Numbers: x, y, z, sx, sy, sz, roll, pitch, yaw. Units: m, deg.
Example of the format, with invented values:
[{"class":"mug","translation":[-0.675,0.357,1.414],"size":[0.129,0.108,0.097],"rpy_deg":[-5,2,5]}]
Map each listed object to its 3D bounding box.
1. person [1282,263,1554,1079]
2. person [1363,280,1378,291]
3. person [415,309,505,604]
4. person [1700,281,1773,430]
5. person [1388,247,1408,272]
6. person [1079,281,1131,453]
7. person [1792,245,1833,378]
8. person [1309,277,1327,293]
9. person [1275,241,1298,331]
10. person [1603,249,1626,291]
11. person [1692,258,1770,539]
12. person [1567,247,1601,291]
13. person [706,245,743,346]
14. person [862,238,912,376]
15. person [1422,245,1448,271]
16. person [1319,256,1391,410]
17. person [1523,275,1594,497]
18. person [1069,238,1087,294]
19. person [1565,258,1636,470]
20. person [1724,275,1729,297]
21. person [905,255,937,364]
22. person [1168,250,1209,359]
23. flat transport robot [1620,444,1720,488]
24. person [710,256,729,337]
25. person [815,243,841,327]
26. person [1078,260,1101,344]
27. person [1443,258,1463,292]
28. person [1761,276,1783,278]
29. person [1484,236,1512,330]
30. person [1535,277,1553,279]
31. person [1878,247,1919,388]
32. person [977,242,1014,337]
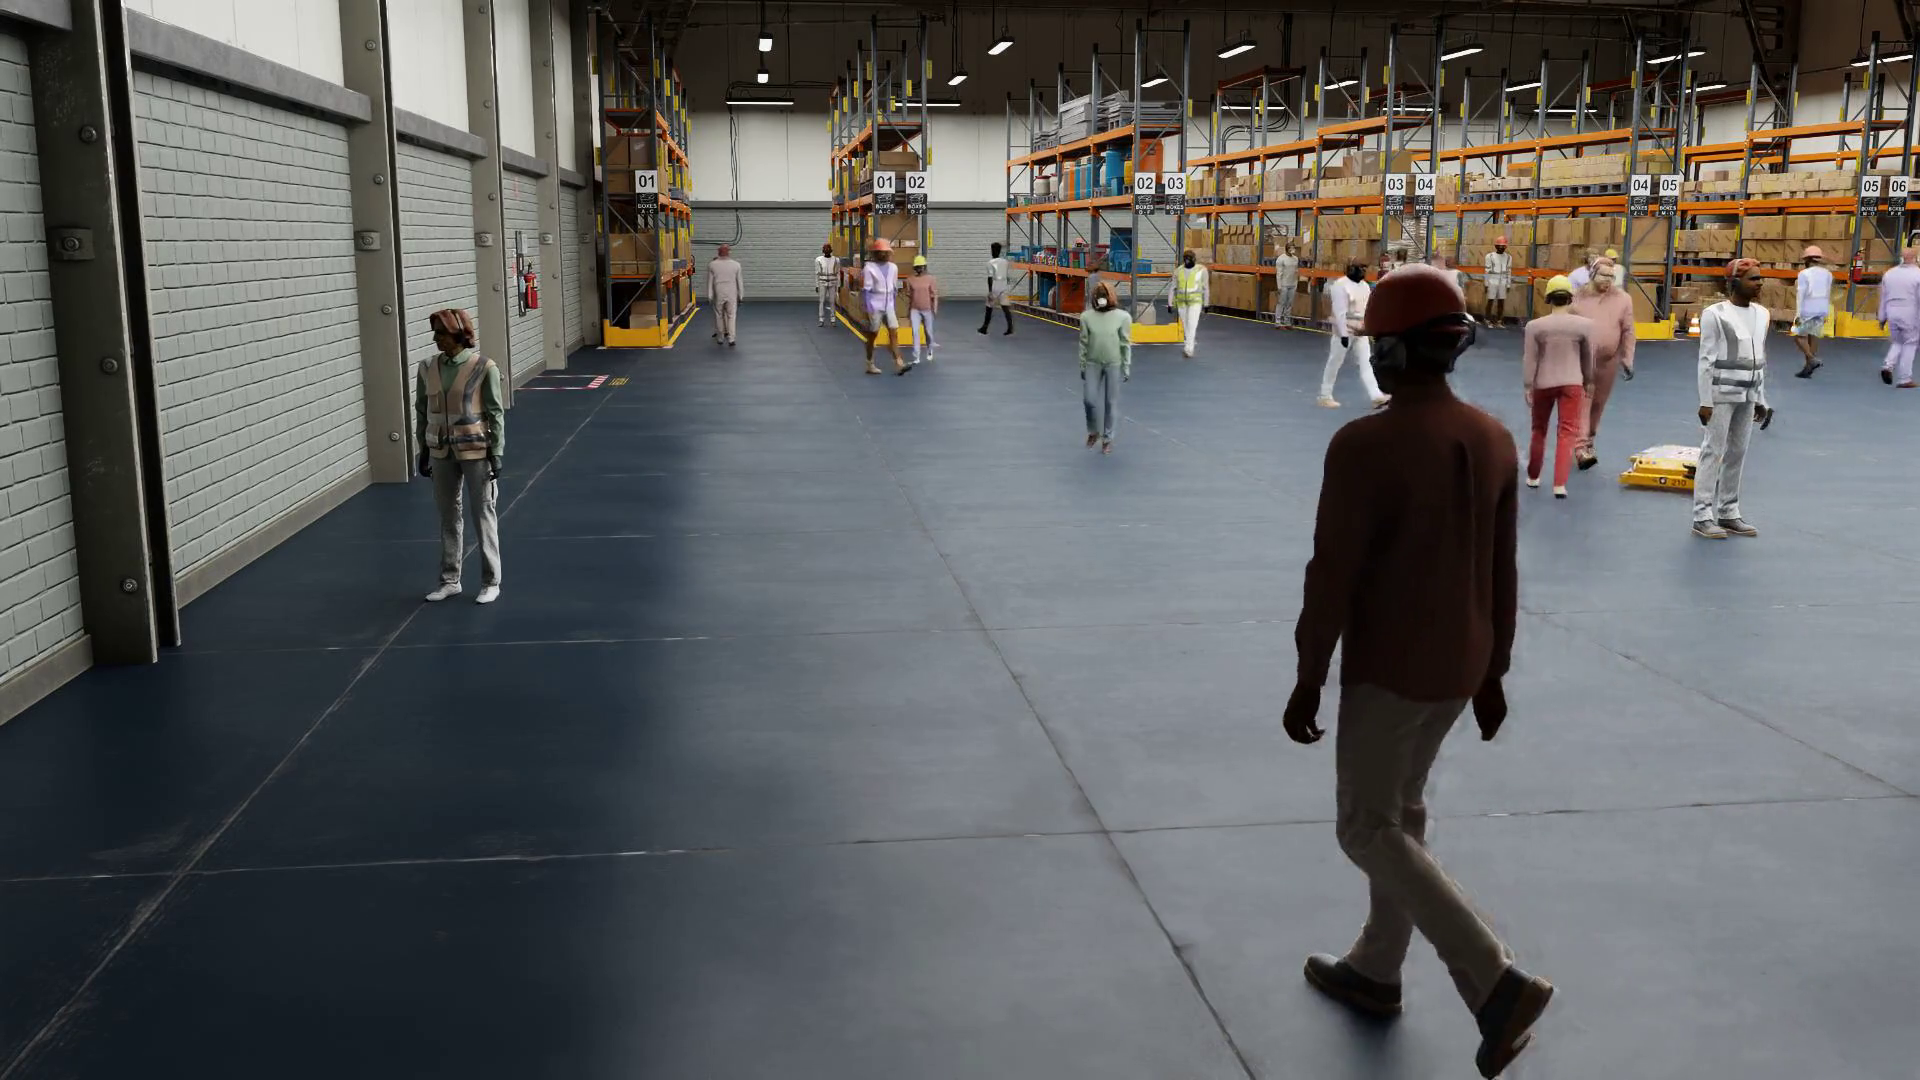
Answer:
[{"class":"person","translation":[1.163,0.317,4.063],"size":[0.615,1.966,0.781],"rpy_deg":[-7,13,-35]},{"class":"person","translation":[9.206,-5.525,36.891],"size":[0.544,1.653,0.877],"rpy_deg":[-1,10,-5]},{"class":"person","translation":[-2.763,-0.457,9.210],"size":[0.523,1.636,0.310],"rpy_deg":[3,11,14]},{"class":"person","translation":[8.110,-1.914,17.267],"size":[0.523,1.620,0.648],"rpy_deg":[-5,12,-27]},{"class":"person","translation":[8.259,-4.560,31.171],"size":[0.393,1.827,0.514],"rpy_deg":[-7,12,-32]},{"class":"person","translation":[1.352,-1.611,15.585],"size":[0.501,1.620,0.357],"rpy_deg":[2,11,12]},{"class":"person","translation":[12.213,-3.259,23.838],"size":[0.551,1.909,0.576],"rpy_deg":[-1,10,-8]},{"class":"person","translation":[10.321,-7.631,47.906],"size":[0.616,1.871,0.985],"rpy_deg":[0,10,-1]},{"class":"person","translation":[7.077,-5.492,36.012],"size":[0.625,1.931,0.369],"rpy_deg":[-8,13,-38]},{"class":"person","translation":[12.555,-4.692,31.978],"size":[0.588,1.802,0.826],"rpy_deg":[-4,11,-22]},{"class":"person","translation":[5.222,-0.952,11.242],"size":[0.583,1.884,0.350],"rpy_deg":[-5,11,-25]},{"class":"person","translation":[8.534,-3.031,22.623],"size":[0.644,1.900,0.926],"rpy_deg":[-1,10,-8]},{"class":"person","translation":[-4.424,-4.588,31.219],"size":[0.687,1.901,0.606],"rpy_deg":[-1,10,-6]},{"class":"person","translation":[-1.097,-3.388,24.283],"size":[0.636,1.989,1.052],"rpy_deg":[-7,13,-34]},{"class":"person","translation":[10.588,-5.682,37.219],"size":[0.645,1.872,0.870],"rpy_deg":[-1,10,-6]},{"class":"person","translation":[4.660,-2.422,19.551],"size":[0.655,1.787,0.980],"rpy_deg":[-8,13,-37]},{"class":"person","translation":[4.718,-1.222,13.160],"size":[0.528,1.730,0.785],"rpy_deg":[3,11,18]},{"class":"person","translation":[3.539,-7.996,49.577],"size":[0.610,1.987,0.403],"rpy_deg":[-2,11,-12]},{"class":"person","translation":[5.595,-1.546,14.639],"size":[0.623,1.839,0.998],"rpy_deg":[0,10,2]},{"class":"person","translation":[20.924,-7.110,44.912],"size":[0.585,1.921,0.392],"rpy_deg":[-1,10,-6]},{"class":"person","translation":[-0.614,-3.733,26.872],"size":[0.531,1.739,0.737],"rpy_deg":[2,10,8]},{"class":"person","translation":[3.789,-3.938,27.849],"size":[0.660,1.793,0.947],"rpy_deg":[5,12,27]},{"class":"flat transport robot","translation":[6.027,-0.623,13.865],"size":[0.652,0.197,1.431],"rpy_deg":[7,13,34]},{"class":"person","translation":[-4.877,-4.923,33.699],"size":[0.500,1.632,0.286],"rpy_deg":[-7,12,-34]},{"class":"person","translation":[-2.989,-5.771,37.664],"size":[0.575,1.881,0.356],"rpy_deg":[-1,10,-5]},{"class":"person","translation":[2.607,-4.495,31.429],"size":[0.694,1.598,0.523],"rpy_deg":[6,12,28]},{"class":"person","translation":[9.934,-4.935,33.833],"size":[0.534,1.590,0.877],"rpy_deg":[1,10,6]},{"class":"person","translation":[19.085,-6.001,39.086],"size":[0.514,1.829,0.947],"rpy_deg":[-2,11,-12]},{"class":"person","translation":[11.737,-5.588,36.257],"size":[0.606,2.035,0.405],"rpy_deg":[-1,10,-7]},{"class":"person","translation":[15.108,-6.764,43.049],"size":[0.550,1.913,0.866],"rpy_deg":[1,10,5]},{"class":"person","translation":[12.751,-2.988,22.413],"size":[0.432,1.882,0.707],"rpy_deg":[-5,12,-26]},{"class":"person","translation":[0.767,-5.107,33.963],"size":[0.633,1.911,1.020],"rpy_deg":[-8,13,-37]}]
